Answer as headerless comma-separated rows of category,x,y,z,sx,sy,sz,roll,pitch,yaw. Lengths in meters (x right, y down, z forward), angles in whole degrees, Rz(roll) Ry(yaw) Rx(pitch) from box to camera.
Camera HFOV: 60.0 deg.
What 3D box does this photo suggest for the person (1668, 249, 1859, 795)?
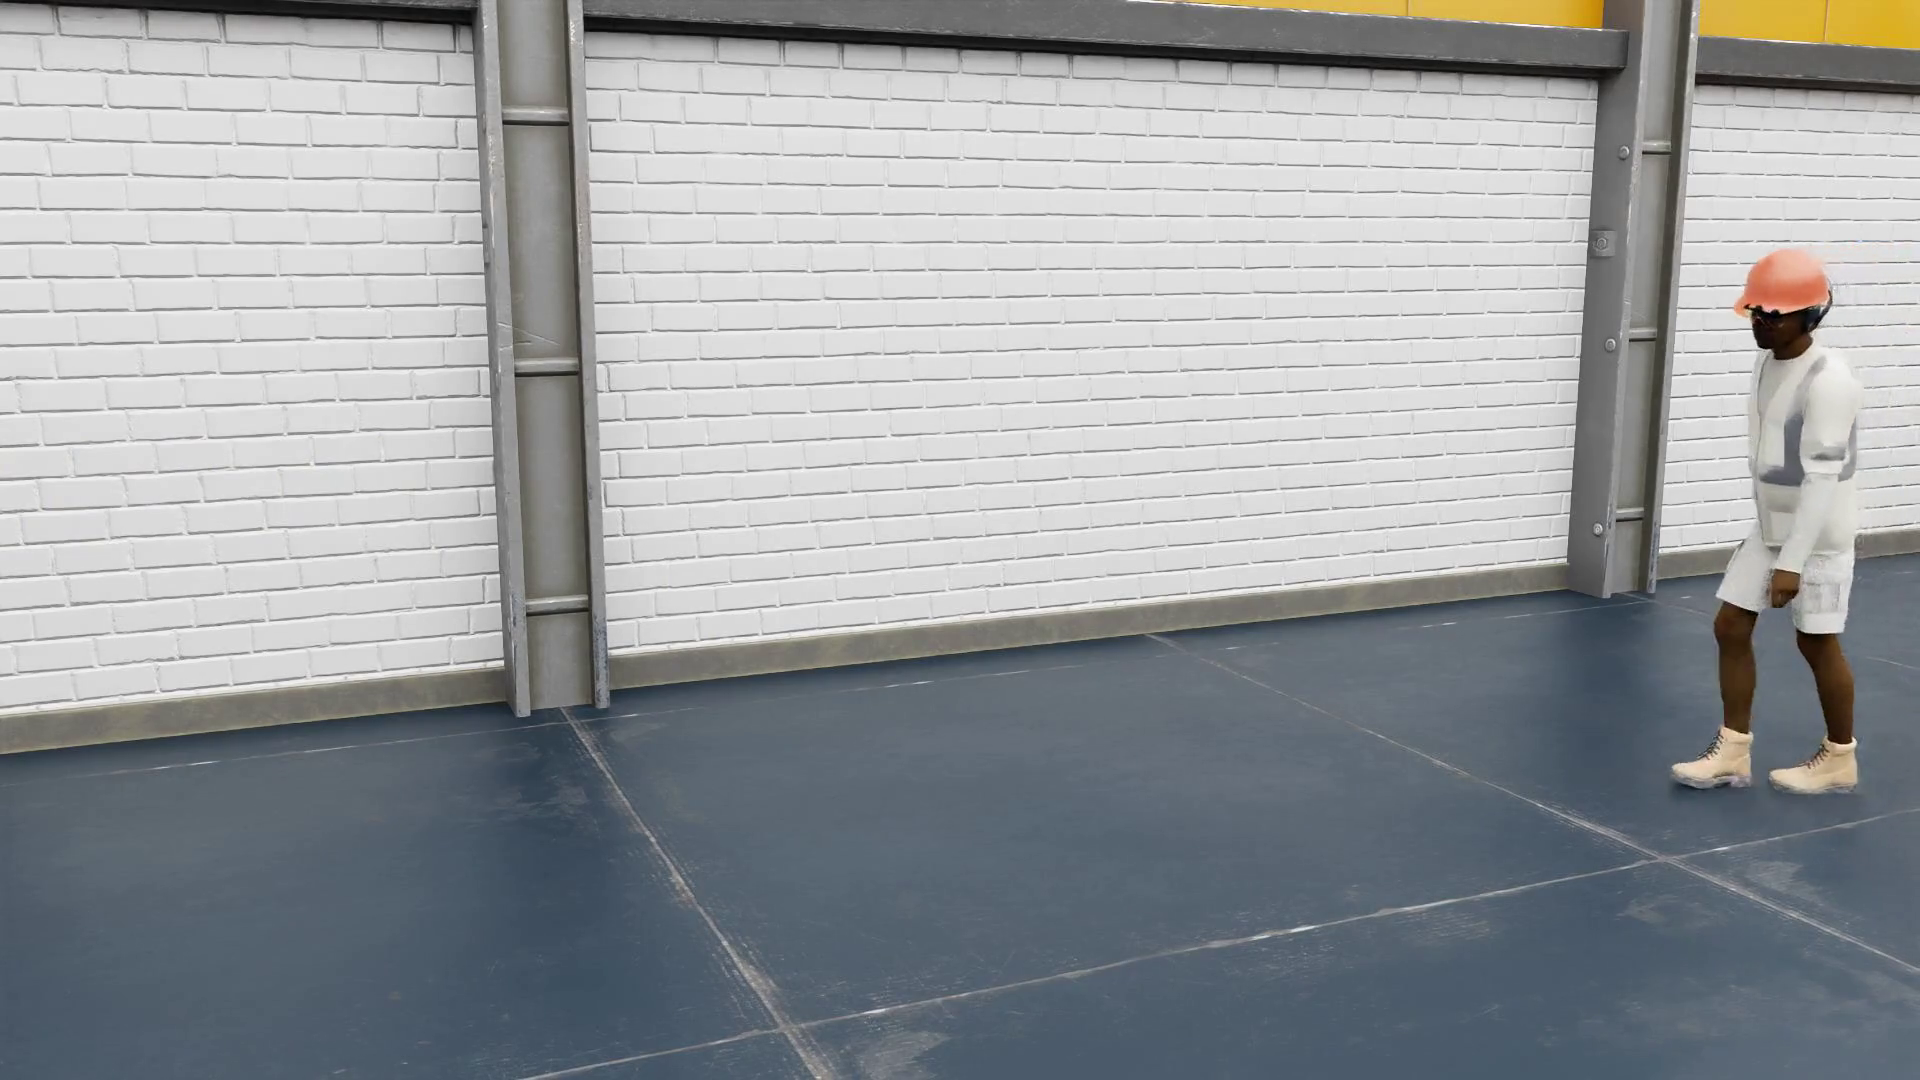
person,2.941,-0.023,5.891,0.802,1.978,0.638,0,10,-2
